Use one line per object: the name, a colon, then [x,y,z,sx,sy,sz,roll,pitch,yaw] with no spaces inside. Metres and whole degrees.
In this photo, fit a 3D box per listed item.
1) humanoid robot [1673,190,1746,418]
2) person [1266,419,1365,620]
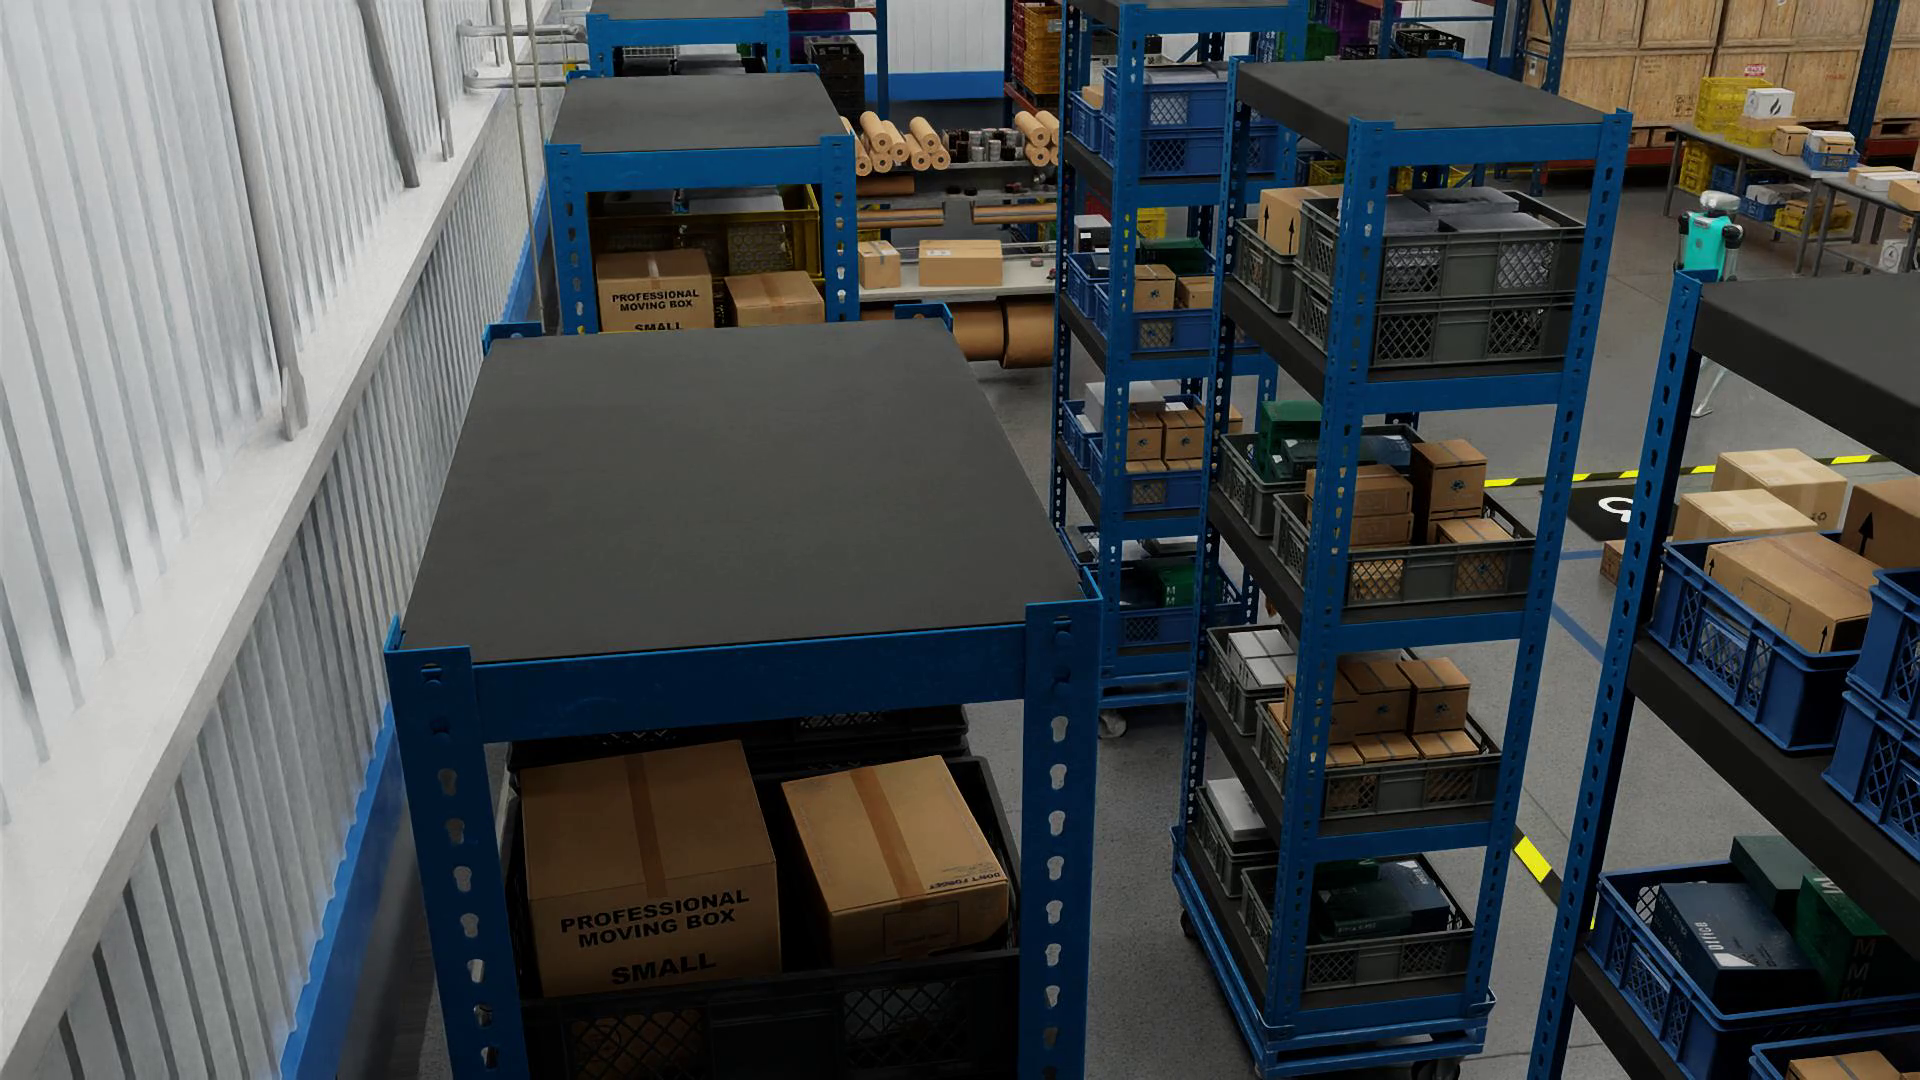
humanoid robot: [5.558,-1.739,12.162,0.735,1.676,0.533,-11,27,-23]
person: [1.745,0.212,7.944,0.596,1.849,0.386,-4,25,-9]
